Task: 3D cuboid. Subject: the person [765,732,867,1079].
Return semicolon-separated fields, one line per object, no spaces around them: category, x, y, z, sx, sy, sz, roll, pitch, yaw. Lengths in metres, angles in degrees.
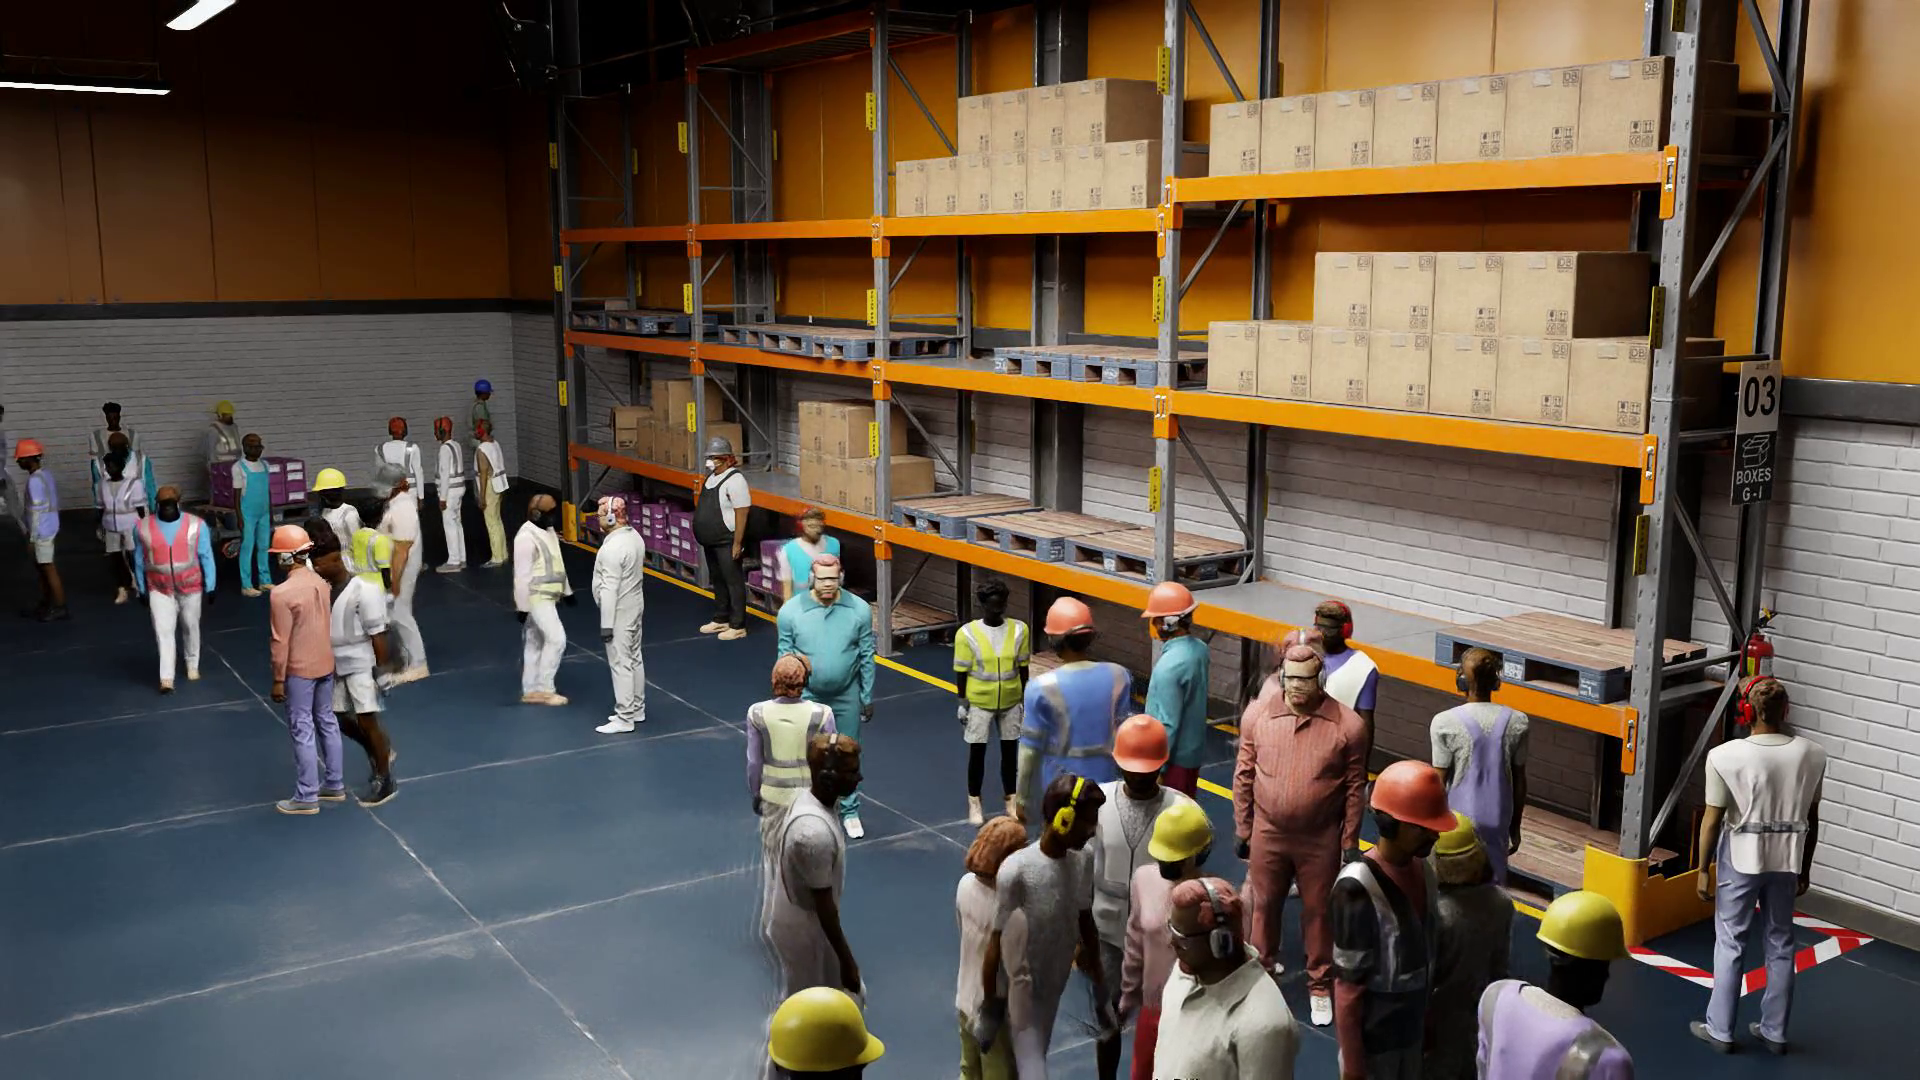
person;-0.554;1.695;7.118;0.707;1.815;0.566;-1;10;-4

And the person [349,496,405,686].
person;-5.193;0.456;14.747;0.540;1.695;0.317;8;12;39

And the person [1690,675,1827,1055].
person;3.784;1.556;7.893;0.560;1.836;0.393;0;10;-2

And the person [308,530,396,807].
person;-4.227;0.869;11.638;0.694;1.929;0.610;6;11;30

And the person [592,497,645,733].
person;-2.745;0.593;13.350;0.399;1.902;0.641;1;10;7

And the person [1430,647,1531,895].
person;2.618;1.452;8.480;0.504;1.842;0.345;0;10;-2

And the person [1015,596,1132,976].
person;0.579;1.295;8.854;0.624;2.023;0.522;-4;11;-24

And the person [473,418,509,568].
person;-5.744;-0.571;20.395;0.396;1.836;0.566;0;10;2

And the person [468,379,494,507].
person;-7.275;-1.475;25.357;0.409;1.943;0.615;-4;11;-24

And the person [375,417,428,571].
person;-6.728;-0.540;20.056;0.573;1.883;0.356;1;10;4

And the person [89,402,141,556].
person;-10.755;-0.783;21.229;0.603;1.967;0.367;-6;11;-32

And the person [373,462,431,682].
person;-5.100;0.249;14.955;0.542;2.000;0.750;-4;10;-20

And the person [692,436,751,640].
person;-2.399;-0.027;16.579;0.536;2.000;0.688;-7;12;-34

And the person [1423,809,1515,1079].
person;1.943;1.882;6.353;0.496;1.714;0.644;-4;11;-24

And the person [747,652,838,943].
person;-0.920;1.430;9.198;0.514;1.641;0.309;1;10;5

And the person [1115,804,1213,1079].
person;0.914;1.835;6.501;0.584;1.746;0.534;-8;13;-40

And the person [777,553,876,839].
person;-0.864;1.022;10.840;0.645;1.901;0.400;-2;10;-10

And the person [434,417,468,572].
person;-6.175;-0.553;20.158;0.347;1.875;0.587;0;10;-2

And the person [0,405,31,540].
person;-12.823;-0.883;22.080;1.035;1.889;0.644;-4;11;-24

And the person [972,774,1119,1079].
person;0.362;1.809;6.459;0.851;1.815;0.546;9;13;42

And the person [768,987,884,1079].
person;-0.380;2.102;4.410;0.371;1.929;0.585;-3;10;-17

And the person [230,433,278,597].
person;-7.925;-0.283;18.675;0.330;1.837;0.509;4;11;25

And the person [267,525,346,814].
person;-4.511;0.880;11.419;0.407;1.987;0.615;3;10;15

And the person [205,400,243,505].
person;-10.388;-1.075;23.403;0.619;1.811;0.599;1;10;8

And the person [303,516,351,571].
person;-5.186;0.643;13.700;0.522;1.679;0.528;6;11;30

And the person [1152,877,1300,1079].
person;0.790;1.977;5.247;0.399;1.895;0.657;-3;10;-18

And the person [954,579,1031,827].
person;0.220;1.081;11.112;0.537;1.688;0.319;-3;10;-15

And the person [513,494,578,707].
person;-3.503;0.507;14.107;0.573;1.815;0.620;0;10;-1

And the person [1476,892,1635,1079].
person;1.815;1.996;5.083;0.401;1.915;0.591;-4;11;-23

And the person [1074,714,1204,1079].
person;0.744;1.661;7.008;0.544;1.929;0.388;3;10;17

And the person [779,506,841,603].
person;-1.138;0.629;13.414;0.613;1.806;0.732;-7;12;-34

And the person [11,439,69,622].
person;-9.585;-0.095;17.311;0.398;1.935;0.556;-4;10;-20

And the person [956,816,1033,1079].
person;0.136;1.883;6.595;0.282;1.625;0.496;-5;11;-27

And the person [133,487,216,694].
person;-6.911;0.425;14.666;0.653;1.799;0.945;-4;10;-22

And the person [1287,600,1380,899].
person;2.178;1.246;9.722;0.393;1.837;0.563;-8;13;-40

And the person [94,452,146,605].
person;-9.189;-0.125;18.198;0.553;1.683;0.372;0;10;-1

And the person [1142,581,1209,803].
person;1.204;1.215;9.441;0.397;1.989;0.621;4;11;24

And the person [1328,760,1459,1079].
person;1.572;1.775;6.038;0.411;2.032;0.611;9;13;43

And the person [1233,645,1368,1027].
person;1.670;1.457;8.263;0.648;1.907;0.409;3;10;18

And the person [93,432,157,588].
person;-9.610;-0.356;19.191;0.638;1.813;0.538;-4;11;-23

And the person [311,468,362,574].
person;-5.569;0.311;14.924;0.594;1.924;0.383;9;13;42
